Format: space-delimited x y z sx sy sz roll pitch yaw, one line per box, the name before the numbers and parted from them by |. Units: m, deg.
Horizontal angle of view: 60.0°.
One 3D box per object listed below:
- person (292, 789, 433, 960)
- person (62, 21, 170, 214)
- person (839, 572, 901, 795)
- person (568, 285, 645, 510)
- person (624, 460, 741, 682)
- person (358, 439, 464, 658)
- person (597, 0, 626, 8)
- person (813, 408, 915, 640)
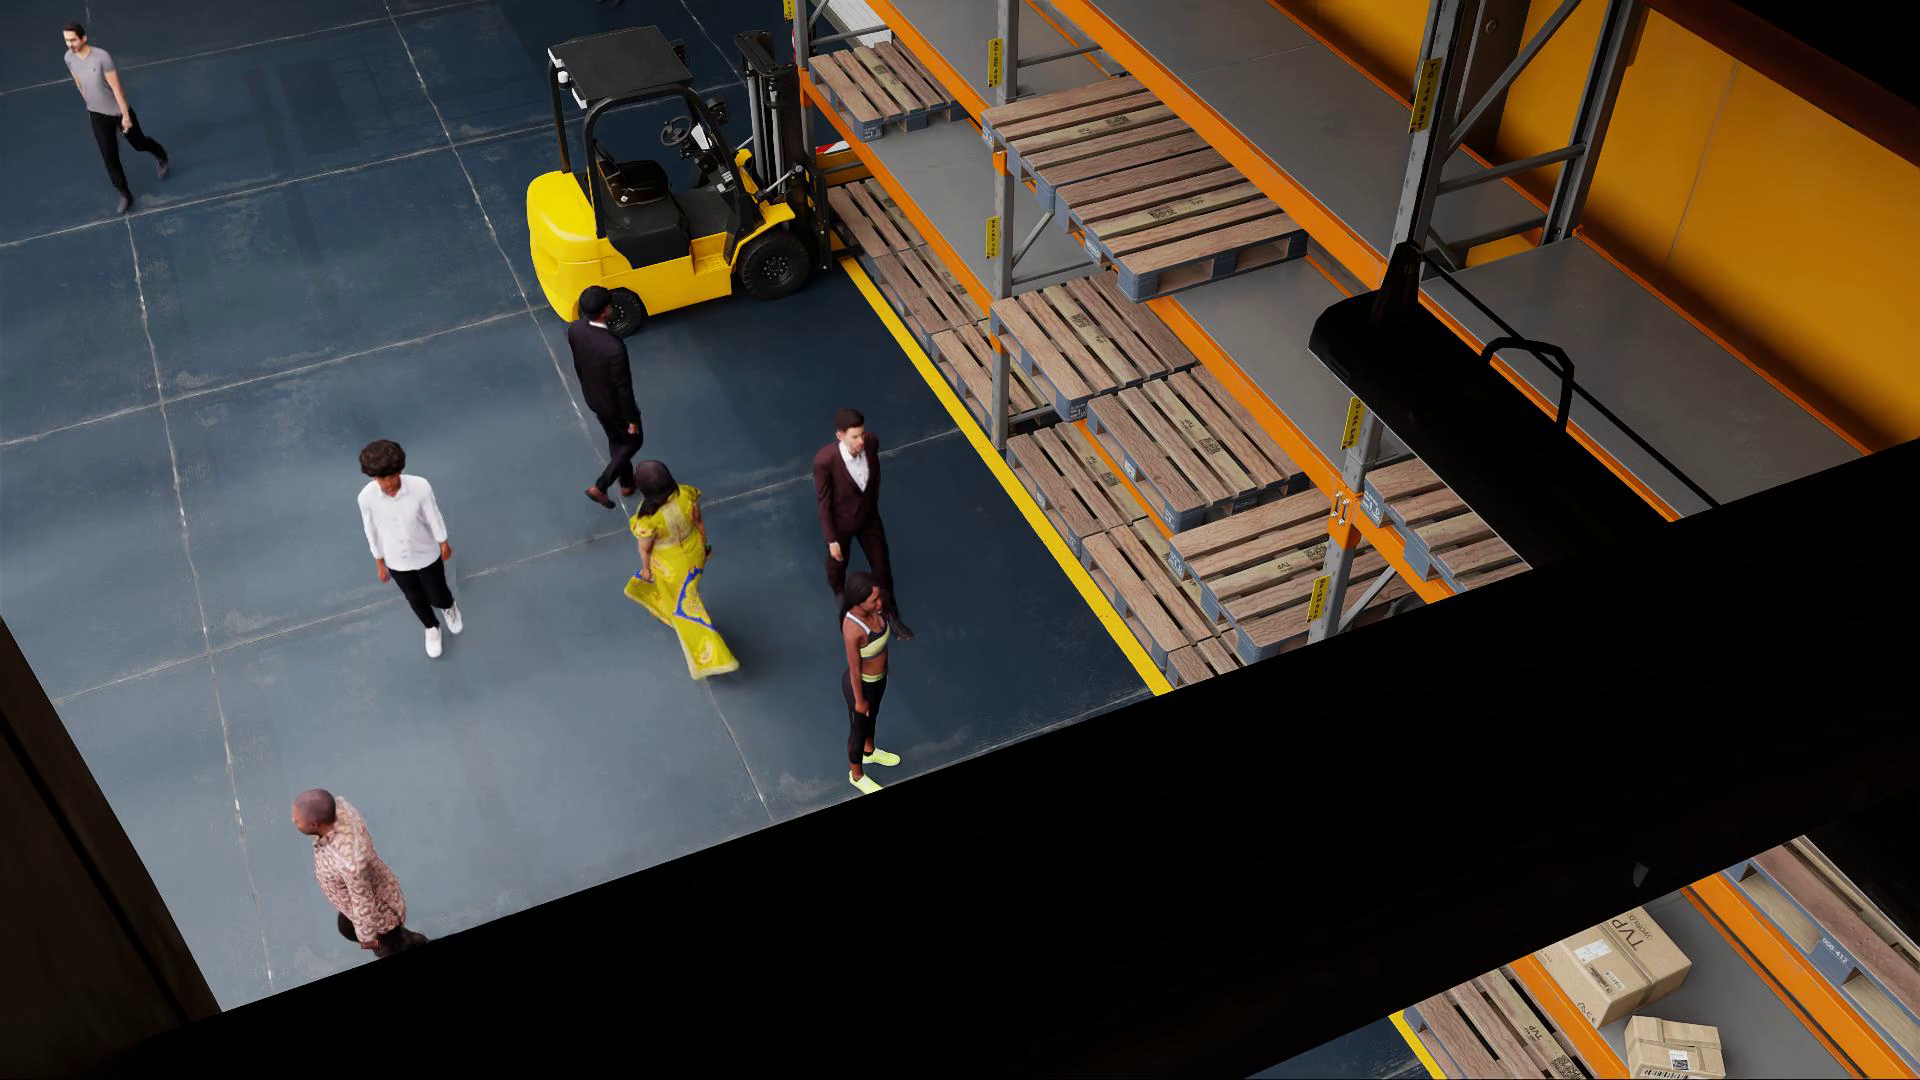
person | -3.082 1.880 8.915 0.780 1.790 0.605 -20 47 -20
person | -7.637 -3.912 15.039 0.891 1.730 1.169 -1 44 -1
person | -0.579 0.843 10.029 0.699 1.755 0.636 13 45 14
person | -2.546 -0.953 11.833 0.993 1.868 1.011 27 50 25
person | -1.785 0.200 10.810 1.419 1.609 1.146 29 51 27
person | -3.601 0.005 10.881 0.706 1.795 0.742 -8 44 -9
person | -3.848 -6.582 17.900 0.624 1.650 0.719 22 48 22
person | -0.778 -0.192 11.055 0.759 1.839 1.021 -23 48 -22
